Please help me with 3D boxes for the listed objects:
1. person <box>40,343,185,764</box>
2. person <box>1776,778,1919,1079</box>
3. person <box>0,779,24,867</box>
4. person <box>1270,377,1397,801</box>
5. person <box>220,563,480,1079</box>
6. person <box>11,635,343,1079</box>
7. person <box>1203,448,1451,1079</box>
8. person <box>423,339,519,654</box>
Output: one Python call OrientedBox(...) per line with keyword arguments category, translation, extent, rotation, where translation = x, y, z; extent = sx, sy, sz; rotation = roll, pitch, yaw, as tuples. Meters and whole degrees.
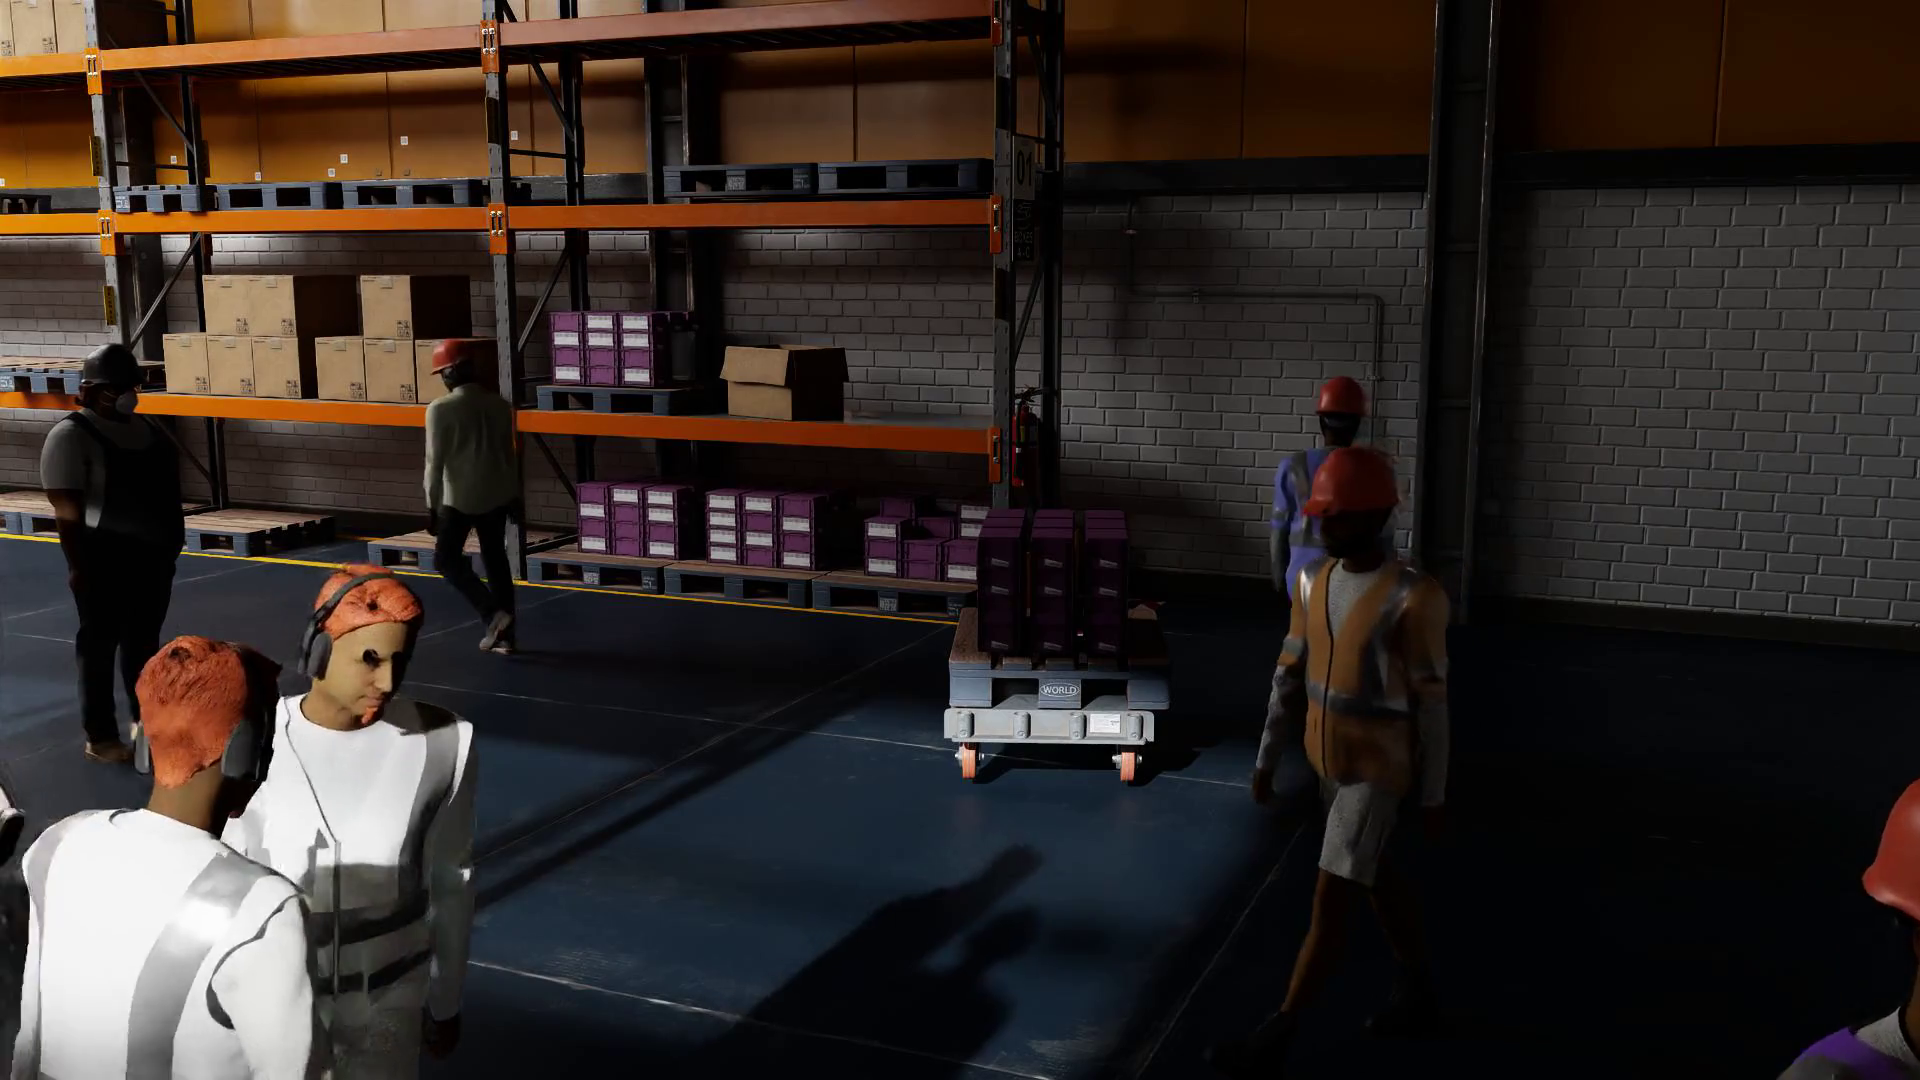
OrientedBox(category="person", translation=(-4.073, 0.052, 8.160), extent=(0.535, 2.000, 0.684), rotation=(2, 10, 14))
OrientedBox(category="person", translation=(1.100, 1.161, 1.874), extent=(0.564, 1.917, 0.410), rotation=(-5, 10, -25))
OrientedBox(category="person", translation=(-4.021, 0.538, 6.509), extent=(0.651, 1.615, 0.536), rotation=(5, 11, 29))
OrientedBox(category="person", translation=(1.702, 0.201, 7.715), extent=(0.546, 1.898, 0.867), rotation=(1, 9, 3))
OrientedBox(category="person", translation=(-1.306, 0.934, 3.486), extent=(0.608, 1.841, 0.914), rotation=(-4, 10, -23))
OrientedBox(category="person", translation=(-1.213, 1.061, 2.718), extent=(0.587, 1.832, 0.941), rotation=(6, 11, 33))
OrientedBox(category="person", translation=(1.141, 0.662, 4.984), extent=(1.008, 1.879, 0.571), rotation=(-5, 11, -29))
OrientedBox(category="person", translation=(-2.970, -0.240, 10.148), extent=(0.533, 1.958, 0.718), rotation=(7, 12, 35))
